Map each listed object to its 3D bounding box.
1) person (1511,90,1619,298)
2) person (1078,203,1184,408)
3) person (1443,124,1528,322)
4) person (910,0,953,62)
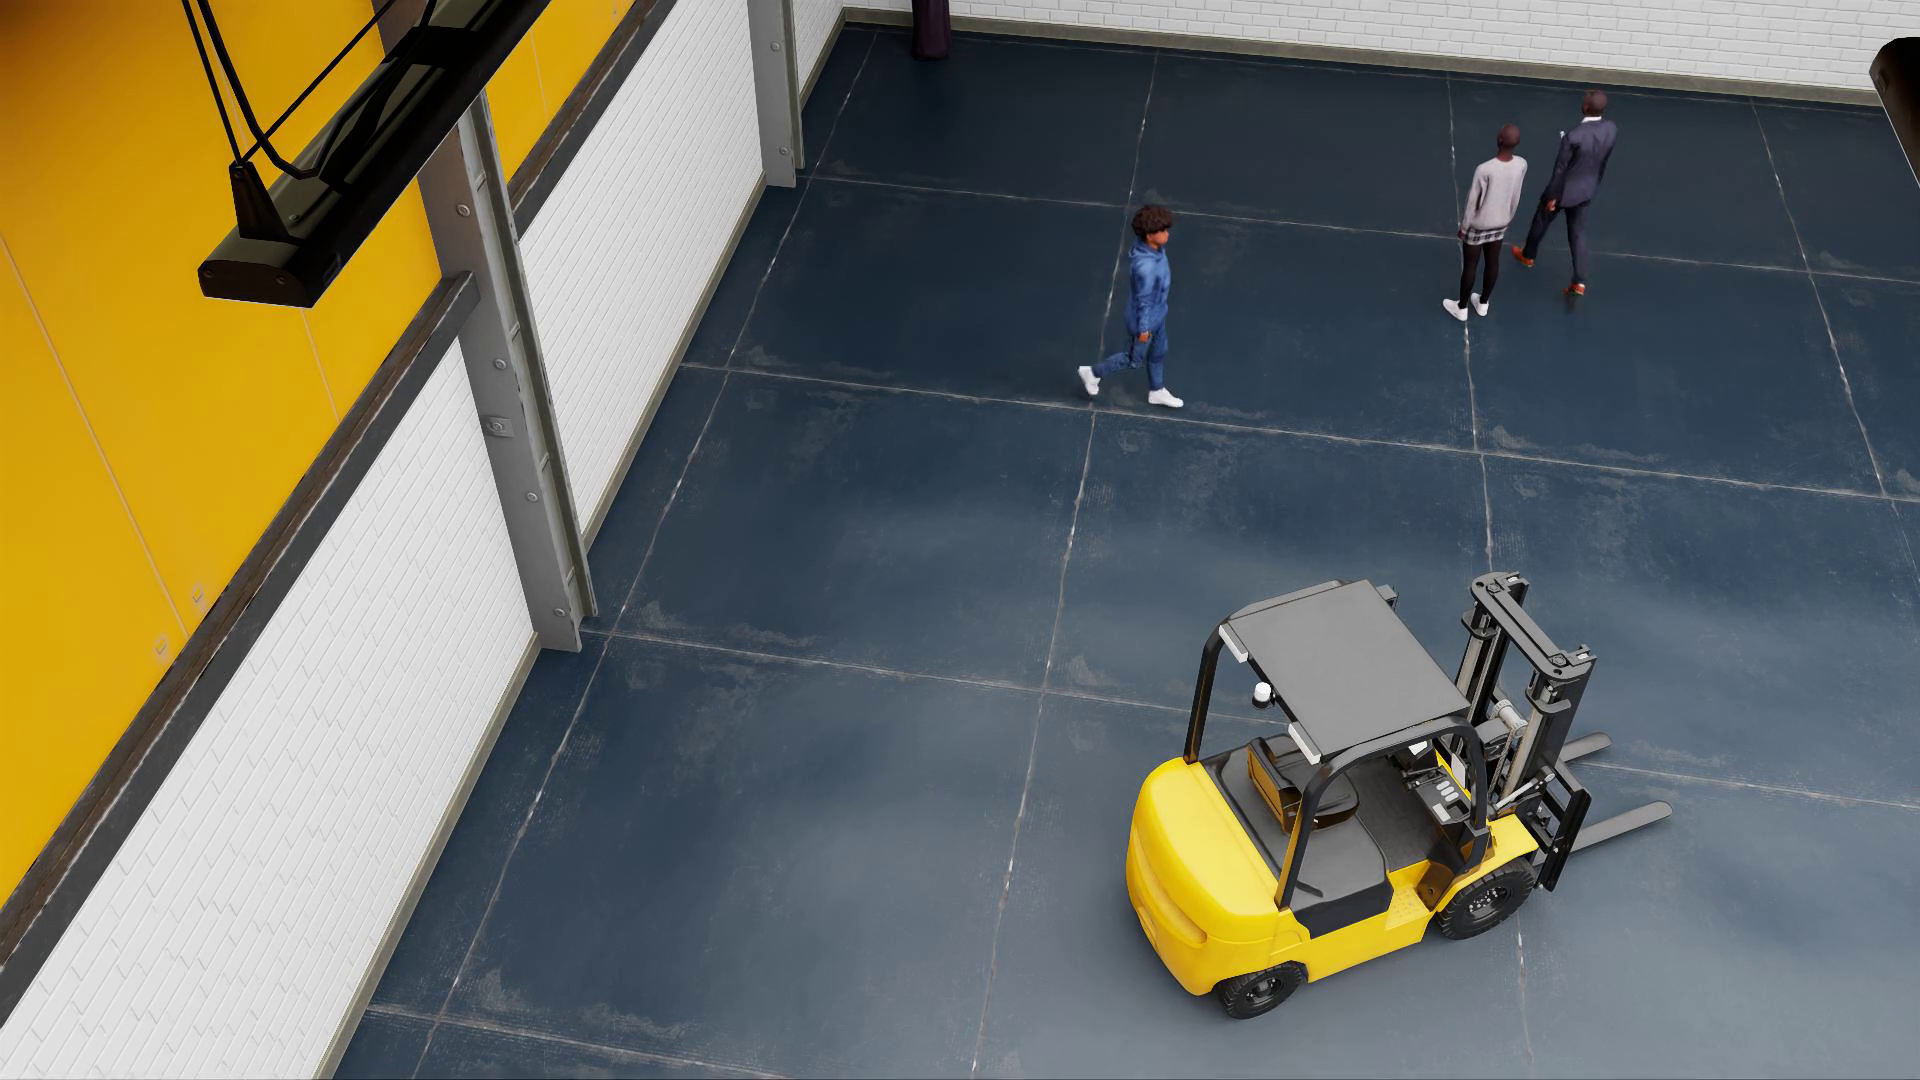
[{"bbox_3d":[5.125,-2.847,13.814,1.057,1.798,1.305,-11,45,-11],"label":"person"},{"bbox_3d":[1.340,-1.749,12.671,0.813,1.784,1.035,11,45,12],"label":"person"},{"bbox_3d":[4.308,-2.583,13.556,0.689,1.771,0.678,-11,45,-11],"label":"person"},{"bbox_3d":[-0.306,-5.678,16.917,0.712,1.615,0.756,-19,47,-19],"label":"person"}]
